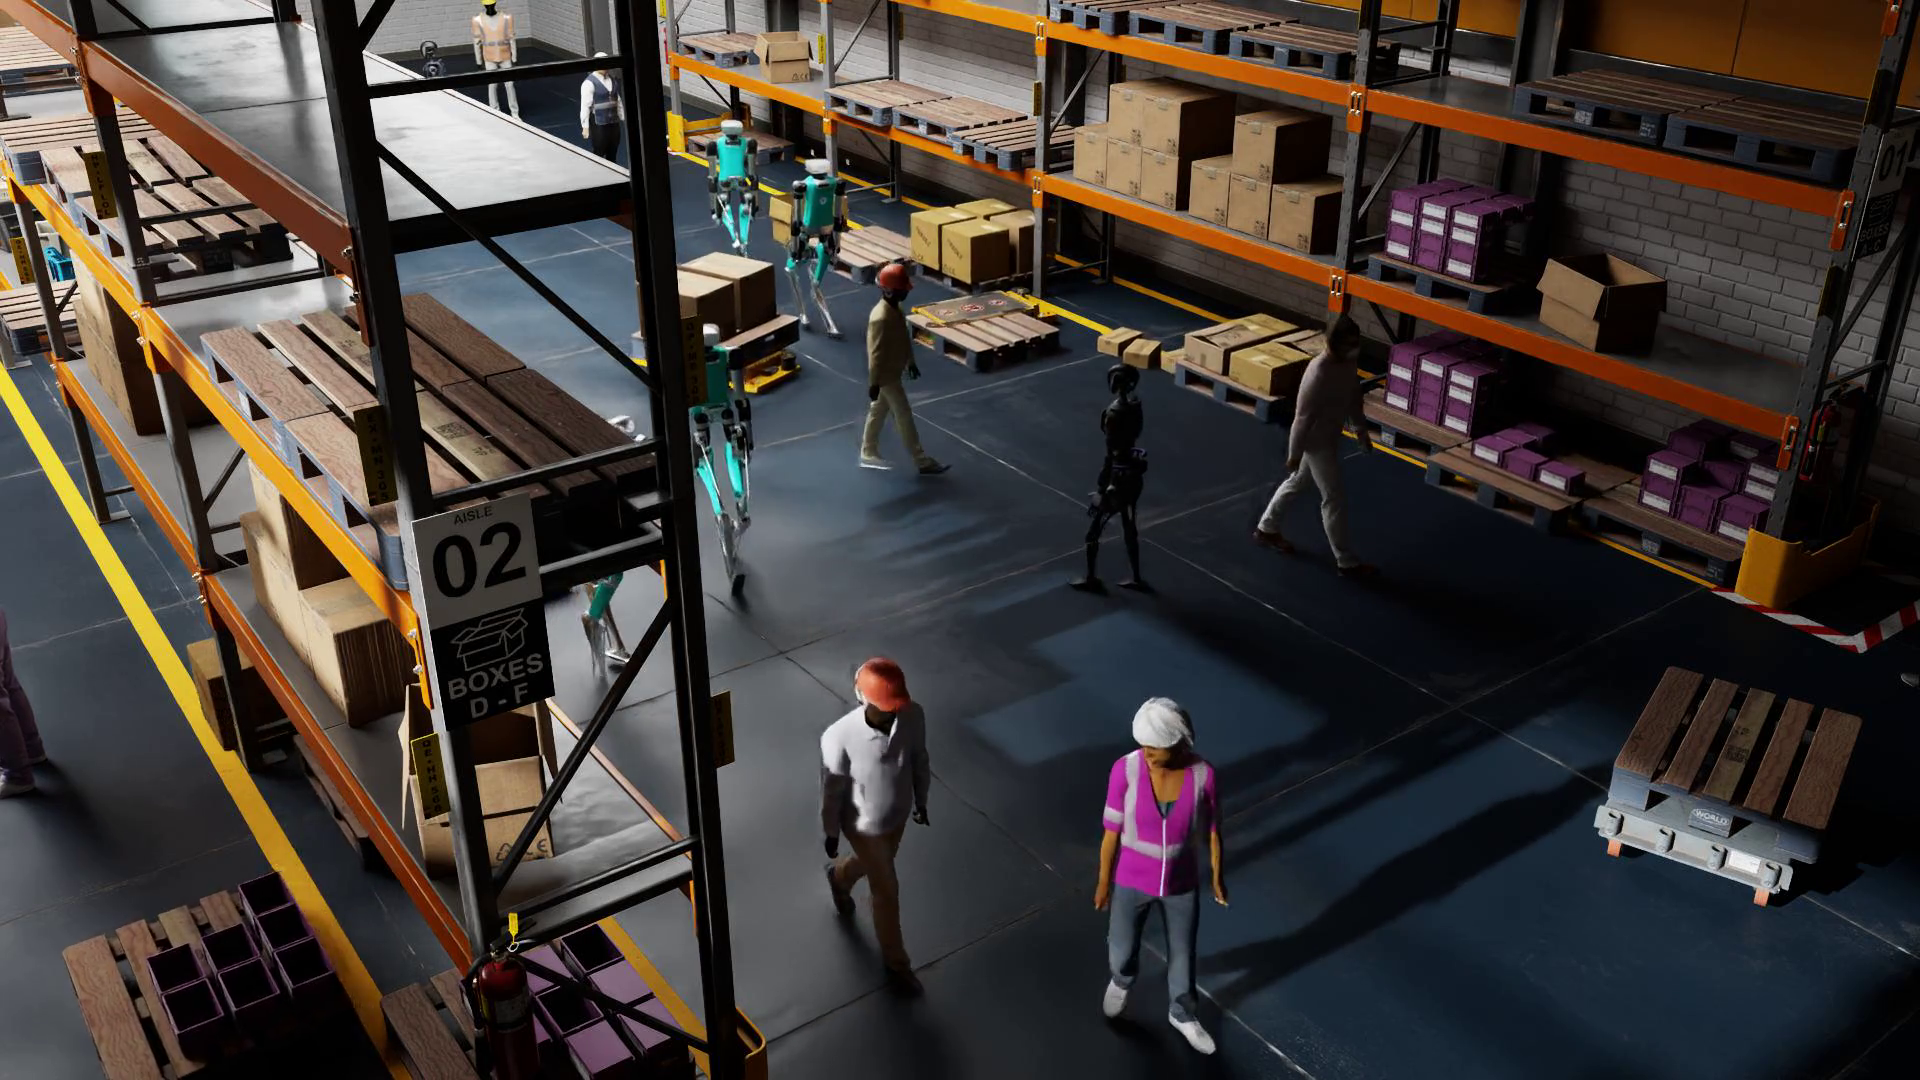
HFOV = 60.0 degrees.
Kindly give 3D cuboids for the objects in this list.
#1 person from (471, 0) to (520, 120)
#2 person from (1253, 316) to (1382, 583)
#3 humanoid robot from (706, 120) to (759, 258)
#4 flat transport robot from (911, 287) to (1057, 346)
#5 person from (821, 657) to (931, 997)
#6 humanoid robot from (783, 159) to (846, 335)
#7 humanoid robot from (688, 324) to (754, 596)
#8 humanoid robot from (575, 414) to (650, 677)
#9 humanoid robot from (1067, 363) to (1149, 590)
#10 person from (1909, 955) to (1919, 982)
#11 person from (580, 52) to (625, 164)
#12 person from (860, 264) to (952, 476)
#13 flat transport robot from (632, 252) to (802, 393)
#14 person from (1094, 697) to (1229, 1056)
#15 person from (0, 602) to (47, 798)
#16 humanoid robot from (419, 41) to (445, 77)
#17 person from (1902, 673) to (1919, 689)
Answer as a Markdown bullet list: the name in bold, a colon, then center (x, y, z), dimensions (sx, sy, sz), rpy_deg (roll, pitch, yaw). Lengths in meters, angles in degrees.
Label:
- **person**: center (-6.699, -6.973, 24.037), dimensions (0.600, 1.913, 0.418), rpy_deg (-8, 28, -16)
- **person**: center (2.516, -0.674, 11.542), dimensions (1.017, 1.889, 0.636), rpy_deg (15, 30, 27)
- **humanoid robot**: center (-2.271, -3.394, 17.107), dimensions (0.557, 1.733, 1.034), rpy_deg (-10, 28, -19)
- **flat transport robot**: center (0.181, -2.195, 16.354), dimensions (1.431, 0.231, 0.659), rpy_deg (-15, 30, -27)
- **person**: center (-0.426, 1.246, 7.906), dimensions (0.570, 1.708, 0.850), rpy_deg (-21, 34, -36)
- **humanoid robot**: center (-1.435, -2.823, 15.973), dimensions (0.549, 1.761, 0.913), rpy_deg (-14, 30, -25)
- **humanoid robot**: center (-1.606, -0.511, 11.388), dimensions (0.556, 1.774, 0.967), rpy_deg (-10, 28, -18)
- **humanoid robot**: center (-2.219, 0.089, 10.291), dimensions (0.714, 1.901, 0.539), rpy_deg (13, 29, 23)
- **humanoid robot**: center (1.039, -0.425, 11.273), dimensions (0.607, 1.642, 0.593), rpy_deg (12, 29, 22)
- **person**: center (4.263, 1.789, 6.748), dimensions (0.997, 1.789, 0.650), rpy_deg (-10, 29, -20)
- **person**: center (-4.382, -5.123, 20.523), dimensions (0.448, 1.754, 0.762), rpy_deg (17, 31, 30)
- **person**: center (-0.433, -1.319, 12.989), dimensions (0.840, 1.712, 0.593), rpy_deg (5, 27, 10)
- **flat transport robot**: center (-2.222, -1.657, 15.283), dimensions (1.431, 0.231, 0.659), rpy_deg (16, 31, 29)
- **person**: center (0.877, 1.455, 7.350), dimensions (0.624, 1.834, 0.422), rpy_deg (-1, 27, -3)
- **person**: center (-5.444, 0.533, 9.123), dimensions (0.402, 1.900, 0.633), rpy_deg (-9, 28, -17)
- **humanoid robot**: center (-6.774, -5.656, 21.668), dimensions (0.324, 1.649, 0.610), rpy_deg (-9, 28, -17)
- **person**: center (6.177, 0.045, 10.028), dimensions (0.497, 1.949, 0.425), rpy_deg (-16, 31, -28)
